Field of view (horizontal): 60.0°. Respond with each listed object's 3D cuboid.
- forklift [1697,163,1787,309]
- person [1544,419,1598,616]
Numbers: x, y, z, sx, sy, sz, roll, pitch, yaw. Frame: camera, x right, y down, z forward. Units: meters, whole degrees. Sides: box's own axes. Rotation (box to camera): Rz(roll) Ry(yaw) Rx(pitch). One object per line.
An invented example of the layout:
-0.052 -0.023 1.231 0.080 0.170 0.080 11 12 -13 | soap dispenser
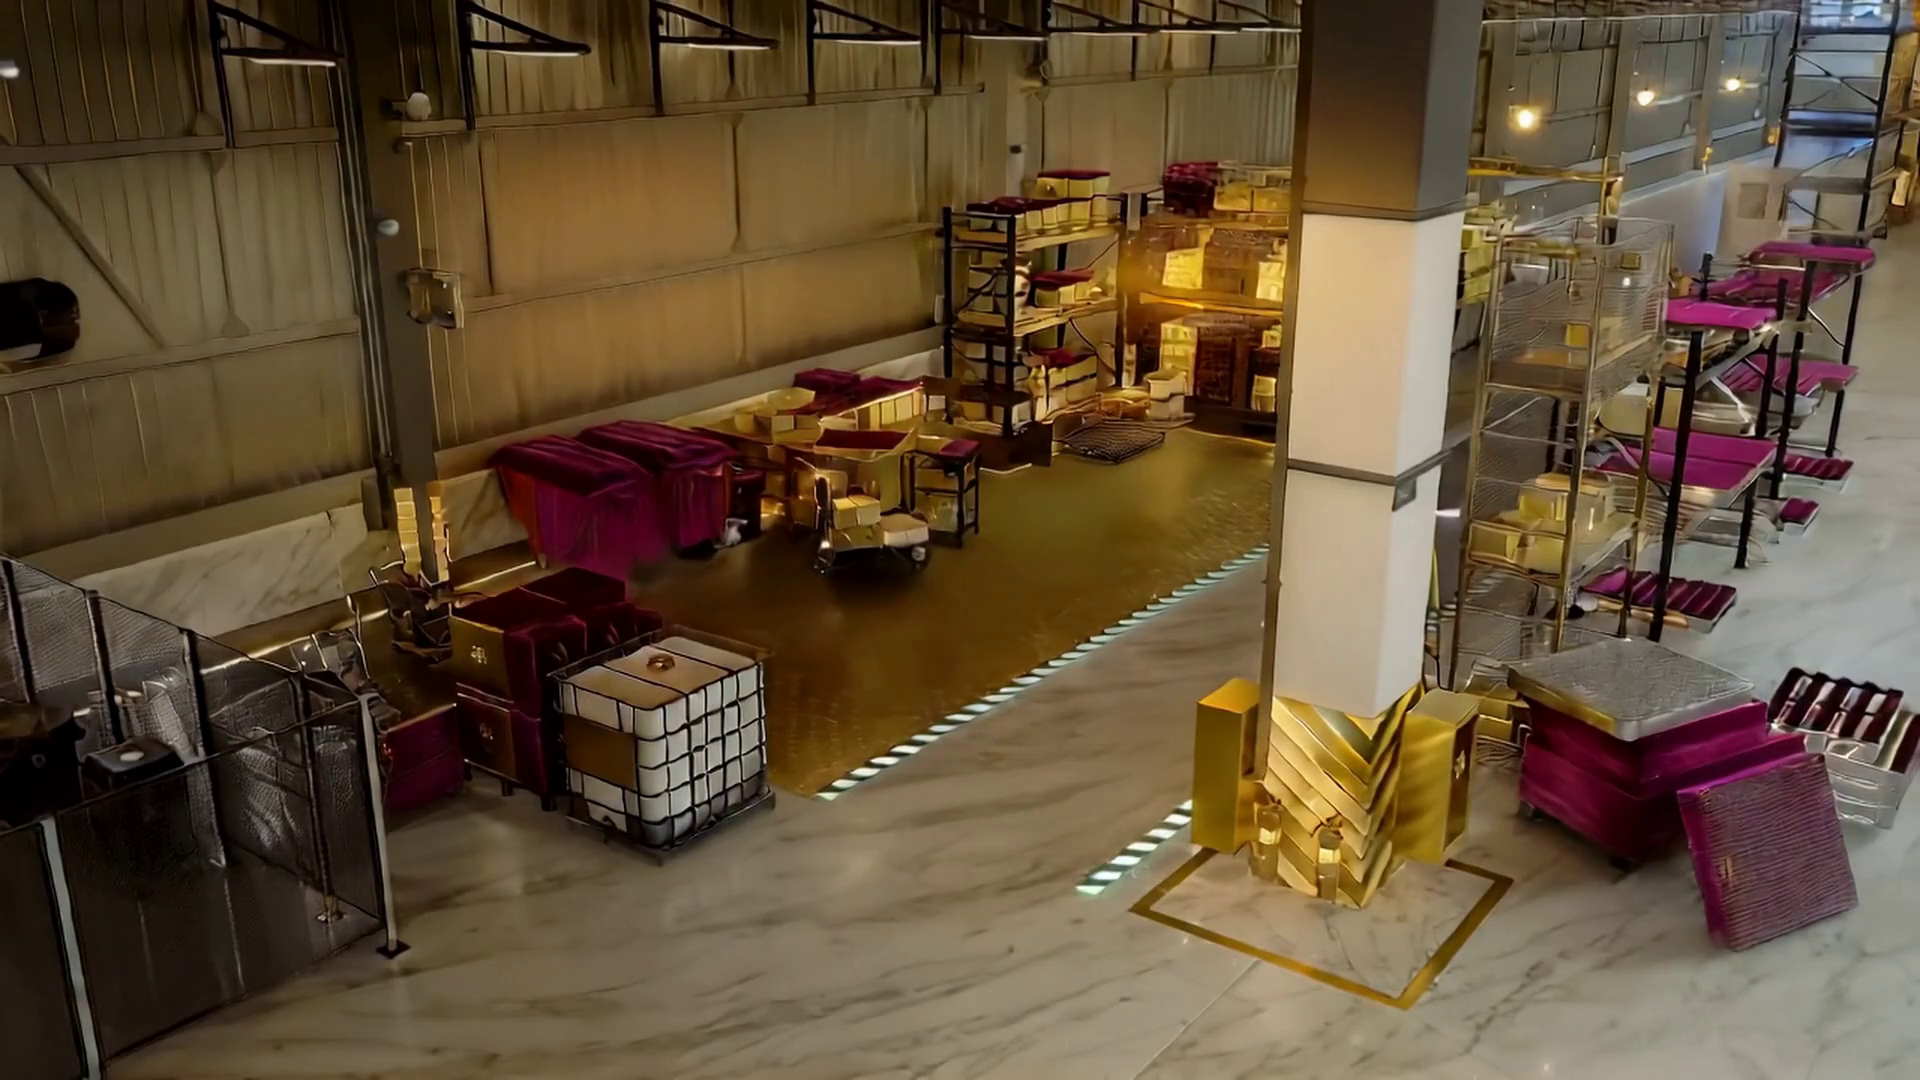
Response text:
14.149 -5.336 29.952 1.129 2.768 1.873 13 22 34 | forklift
5.770 -0.211 15.780 0.374 1.932 0.544 -13 22 -35 | person
